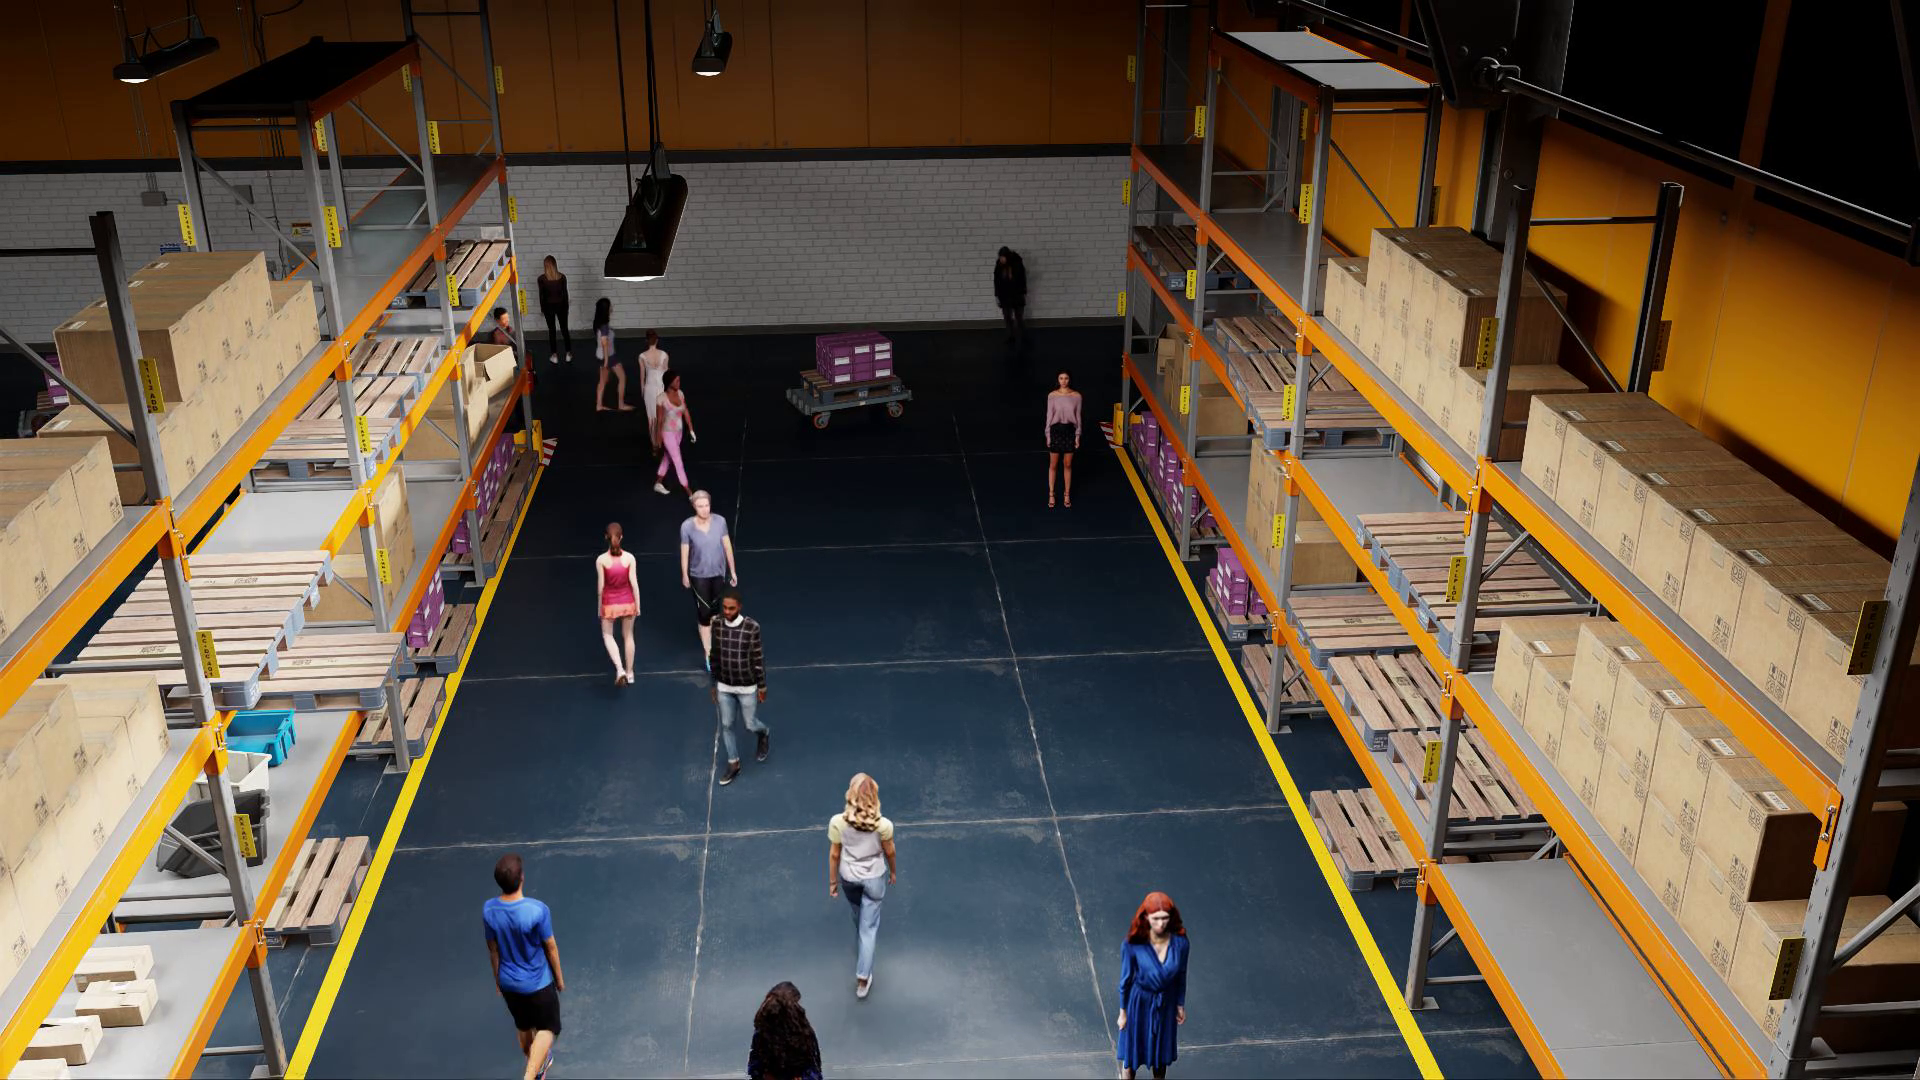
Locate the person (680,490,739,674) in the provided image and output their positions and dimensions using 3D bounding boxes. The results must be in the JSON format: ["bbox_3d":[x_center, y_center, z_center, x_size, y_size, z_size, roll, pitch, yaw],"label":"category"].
[{"bbox_3d":[-2.588,0.344,16.896,0.897,1.865,1.066,-13,27,-28],"label":"person"}]

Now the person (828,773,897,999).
[{"bbox_3d":[-0.707,2.544,12.098,0.769,1.676,1.164,1,24,3],"label":"person"}]

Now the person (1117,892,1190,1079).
[{"bbox_3d":[1.236,3.050,10.751,0.622,1.829,0.582,-4,24,-9],"label":"person"}]

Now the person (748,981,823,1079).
[{"bbox_3d":[-1.064,3.437,10.150,0.607,1.601,0.795,-2,24,-5],"label":"person"}]

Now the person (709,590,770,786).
[{"bbox_3d":[-1.951,1.255,14.876,0.905,1.812,1.041,8,25,18],"label":"person"}]

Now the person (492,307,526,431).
[{"bbox_3d":[-6.397,-2.404,23.310,0.789,1.762,0.656,6,24,13],"label":"person"}]

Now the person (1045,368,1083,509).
[{"bbox_3d":[1.271,-1.267,20.646,0.629,1.812,0.544,0,24,0],"label":"person"}]

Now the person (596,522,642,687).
[{"bbox_3d":[-3.343,0.675,16.294,0.682,1.739,0.854,-8,25,-17],"label":"person"}]

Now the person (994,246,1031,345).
[{"bbox_3d":[0.878,-3.967,27.029,0.839,1.647,0.786,0,24,0],"label":"person"}]

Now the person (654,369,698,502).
[{"bbox_3d":[-3.672,-1.305,20.891,1.152,1.686,1.136,17,29,34],"label":"person"}]

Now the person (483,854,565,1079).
[{"bbox_3d":[-2.881,2.952,10.945,0.775,1.851,1.072,3,24,7],"label":"person"}]

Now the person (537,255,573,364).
[{"bbox_3d":[-6.383,-3.641,26.214,0.651,1.703,0.597,-9,25,-19],"label":"person"}]

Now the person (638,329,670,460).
[{"bbox_3d":[-4.068,-1.961,22.263,0.550,1.789,0.488,-2,24,-5],"label":"person"}]

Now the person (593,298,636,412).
[{"bbox_3d":[-5.168,-2.638,23.939,0.805,1.687,0.797,-11,26,-24],"label":"person"}]
